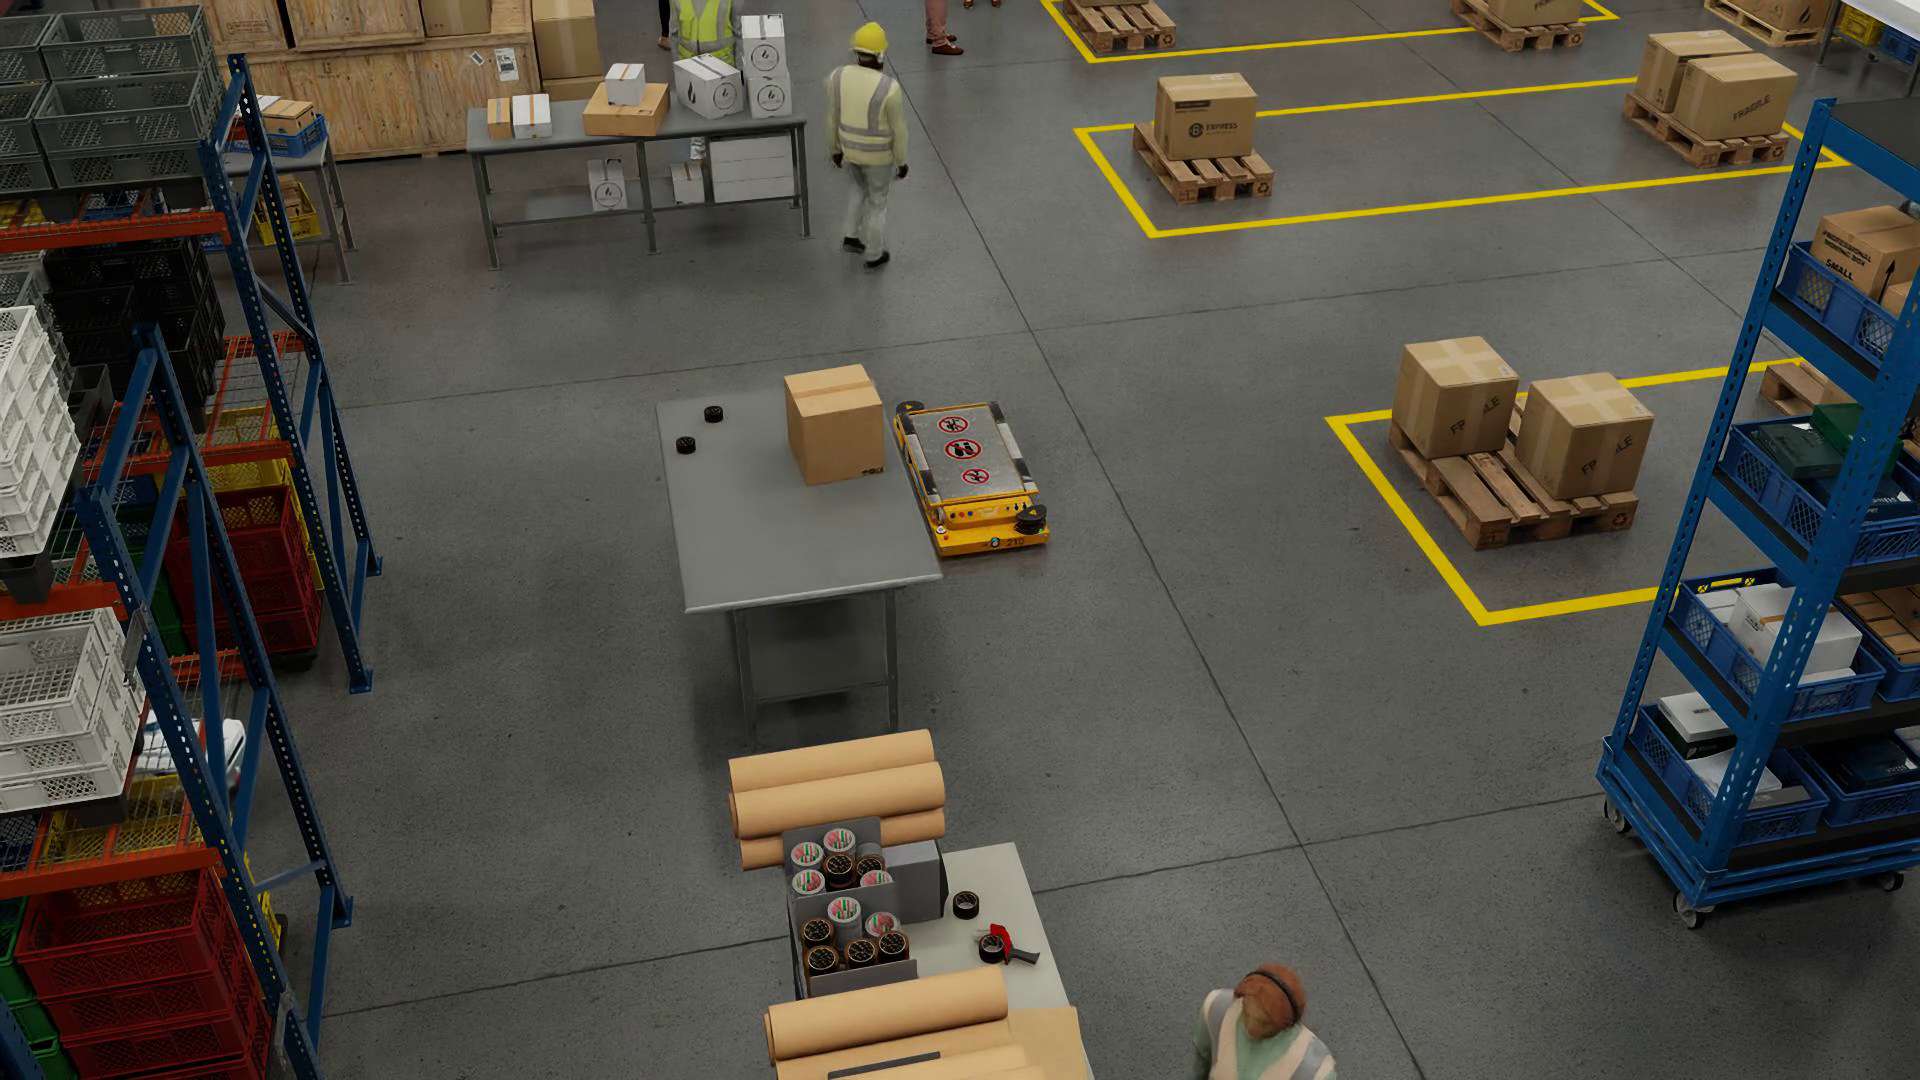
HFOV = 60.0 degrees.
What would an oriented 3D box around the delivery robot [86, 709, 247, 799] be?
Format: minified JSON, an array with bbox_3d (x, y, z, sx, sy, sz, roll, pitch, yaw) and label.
[{"bbox_3d":[-3.758,1.008,7.864,0.707,0.478,0.477,1,37,2],"label":"delivery robot"}]

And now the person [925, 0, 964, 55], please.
[{"bbox_3d":[-0.162,-5.568,15.653,0.407,1.910,0.638,-5,37,-7],"label":"person"}]

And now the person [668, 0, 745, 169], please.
[{"bbox_3d":[-2.021,-3.815,13.356,0.619,1.840,0.430,5,37,7],"label":"person"}]

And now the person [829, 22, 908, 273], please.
[{"bbox_3d":[-0.646,-2.827,12.040,0.595,1.820,0.424,22,42,27],"label":"person"}]

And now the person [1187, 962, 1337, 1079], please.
[{"bbox_3d":[0.995,2.013,5.699,0.524,1.640,0.348,25,43,29],"label":"person"}]

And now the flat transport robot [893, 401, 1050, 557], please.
[{"bbox_3d":[0.046,-0.430,10.108,0.652,0.197,1.431,-8,37,-10],"label":"flat transport robot"}]

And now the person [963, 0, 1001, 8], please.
[{"bbox_3d":[0.253,-6.292,16.657,0.518,1.874,0.326,-1,37,-2],"label":"person"}]

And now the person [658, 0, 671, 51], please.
[{"bbox_3d":[-2.753,-5.510,15.749,0.541,1.696,0.315,-16,39,-20],"label":"person"}]

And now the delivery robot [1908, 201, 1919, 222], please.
[{"bbox_3d":[7.616,-2.625,12.746,0.707,0.478,0.477,-25,43,-29],"label":"delivery robot"}]
